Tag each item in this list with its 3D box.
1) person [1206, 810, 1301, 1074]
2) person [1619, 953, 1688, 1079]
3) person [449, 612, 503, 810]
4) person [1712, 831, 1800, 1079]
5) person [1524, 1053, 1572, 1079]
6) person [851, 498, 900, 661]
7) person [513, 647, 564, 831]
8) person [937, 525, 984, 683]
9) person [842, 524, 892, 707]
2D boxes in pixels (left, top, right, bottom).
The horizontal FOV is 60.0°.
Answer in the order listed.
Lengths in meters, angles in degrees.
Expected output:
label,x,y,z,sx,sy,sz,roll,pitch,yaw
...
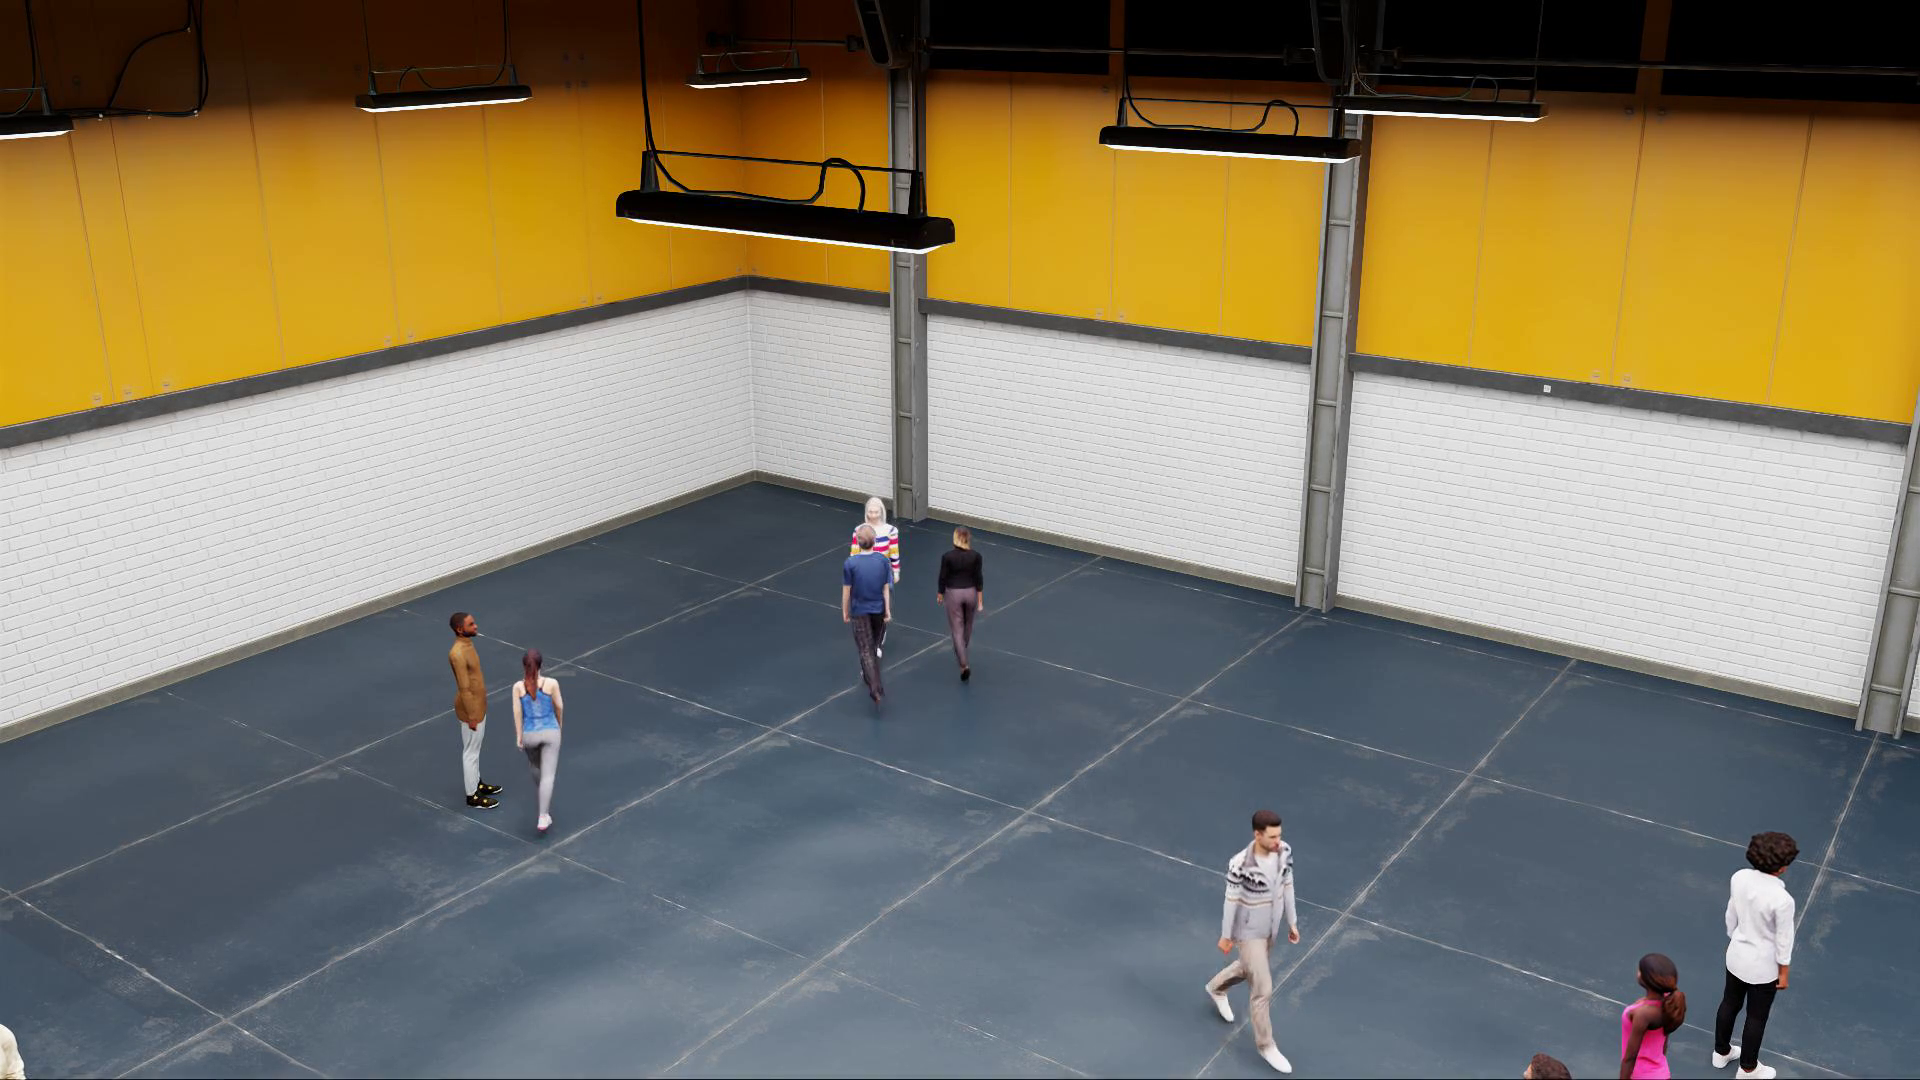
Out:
label,x,y,z,sx,sy,sz,roll,pitch,yaw
person,1.980,2.624,11.440,0.939,1.842,1.263,-14,23,-35
person,4.060,3.222,9.853,0.618,1.721,0.635,-13,23,-34
person,-4.367,1.495,14.834,0.767,1.816,0.712,-3,19,-8
person,5.299,2.762,11.081,0.783,1.810,0.678,-9,20,-24
person,3.011,3.527,8.724,0.686,1.864,0.624,-17,25,-41
person,-0.898,0.392,18.203,1.157,1.755,1.079,2,19,5
person,-3.645,1.751,14.464,1.066,1.567,1.071,-2,19,-5
person,0.042,0.699,17.476,0.964,1.637,1.090,-6,20,-18
person,-0.916,0.798,16.894,1.120,1.822,1.296,-7,20,-19
